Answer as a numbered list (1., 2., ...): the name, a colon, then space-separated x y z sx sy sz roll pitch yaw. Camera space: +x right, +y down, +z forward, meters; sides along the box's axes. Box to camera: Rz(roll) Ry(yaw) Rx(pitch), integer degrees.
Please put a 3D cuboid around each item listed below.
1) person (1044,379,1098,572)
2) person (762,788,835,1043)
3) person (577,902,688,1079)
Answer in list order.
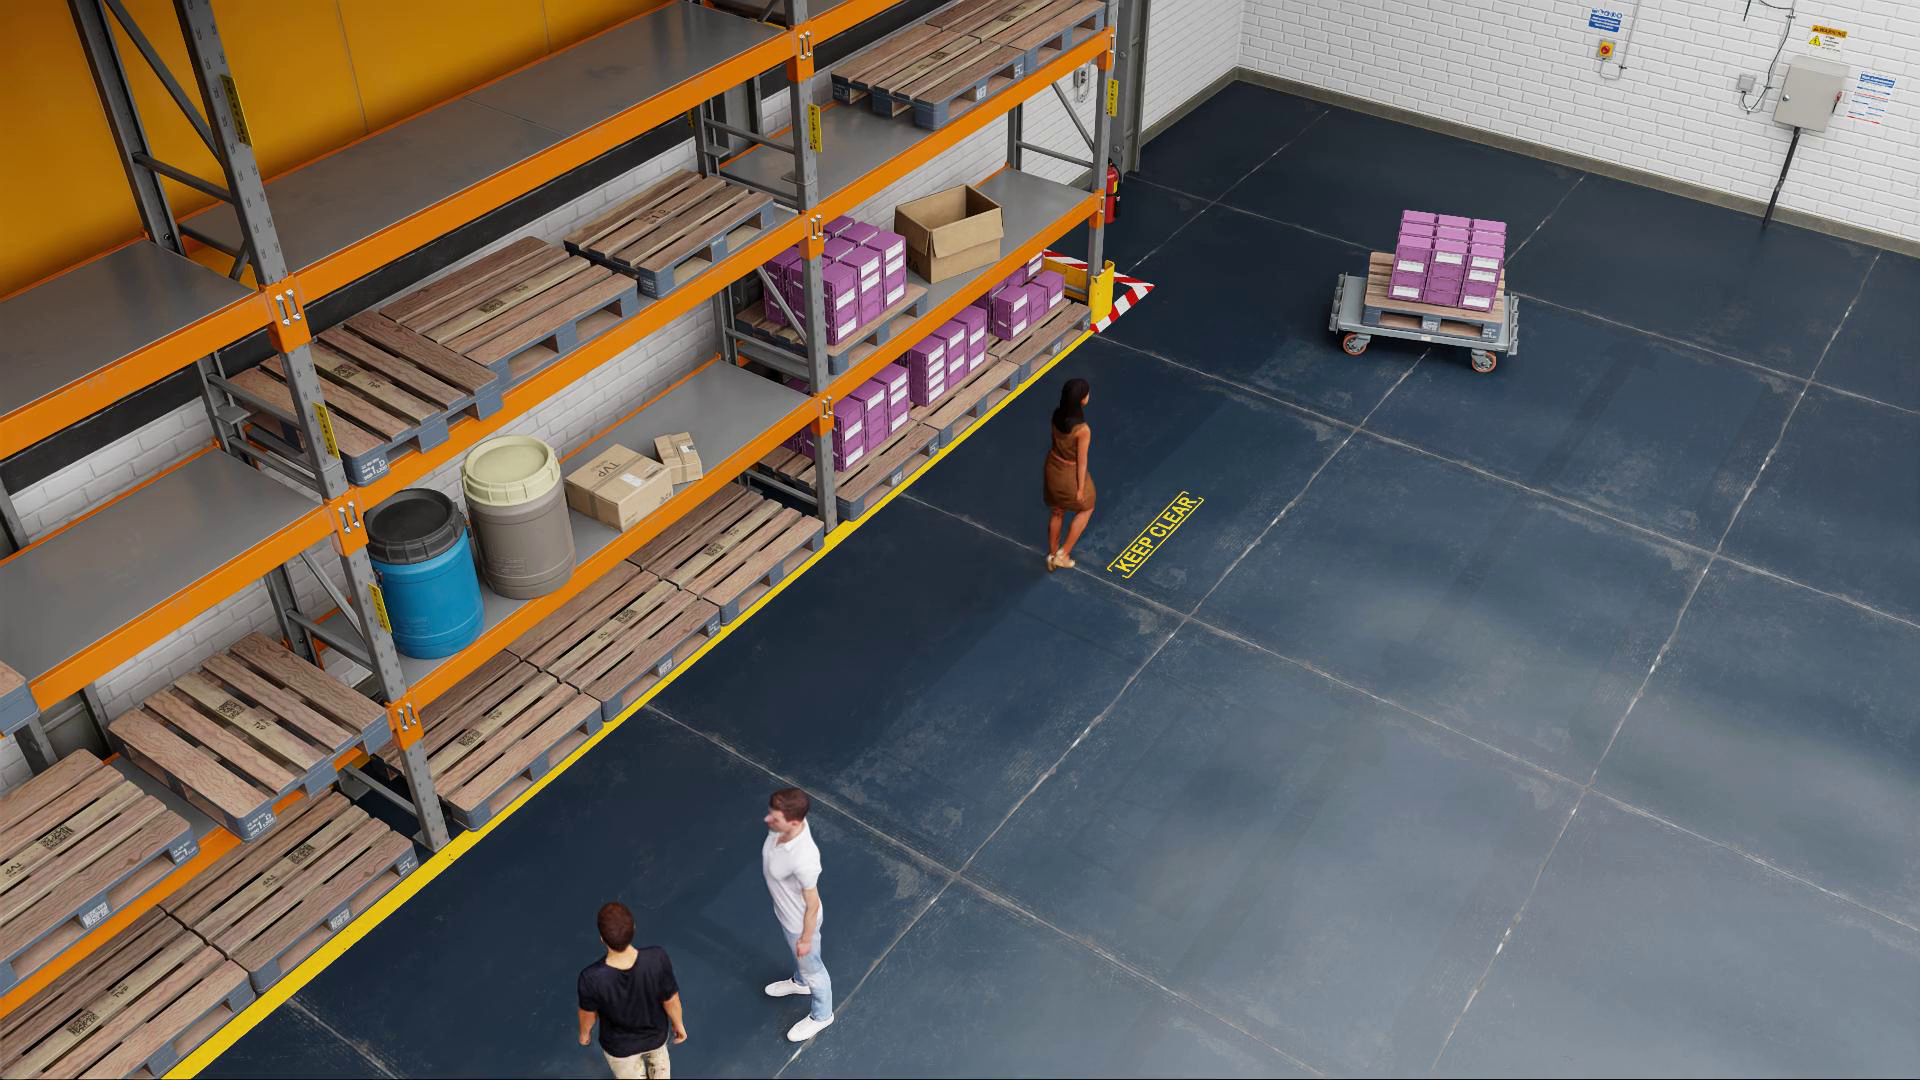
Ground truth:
1. person: 0.727 -0.426 12.281 0.654 1.674 0.643 -27 46 -29
2. person: -0.885 2.010 9.090 0.729 1.851 0.725 -15 41 -18
3. person: -1.597 2.570 8.401 0.891 1.834 0.884 -23 44 -26
